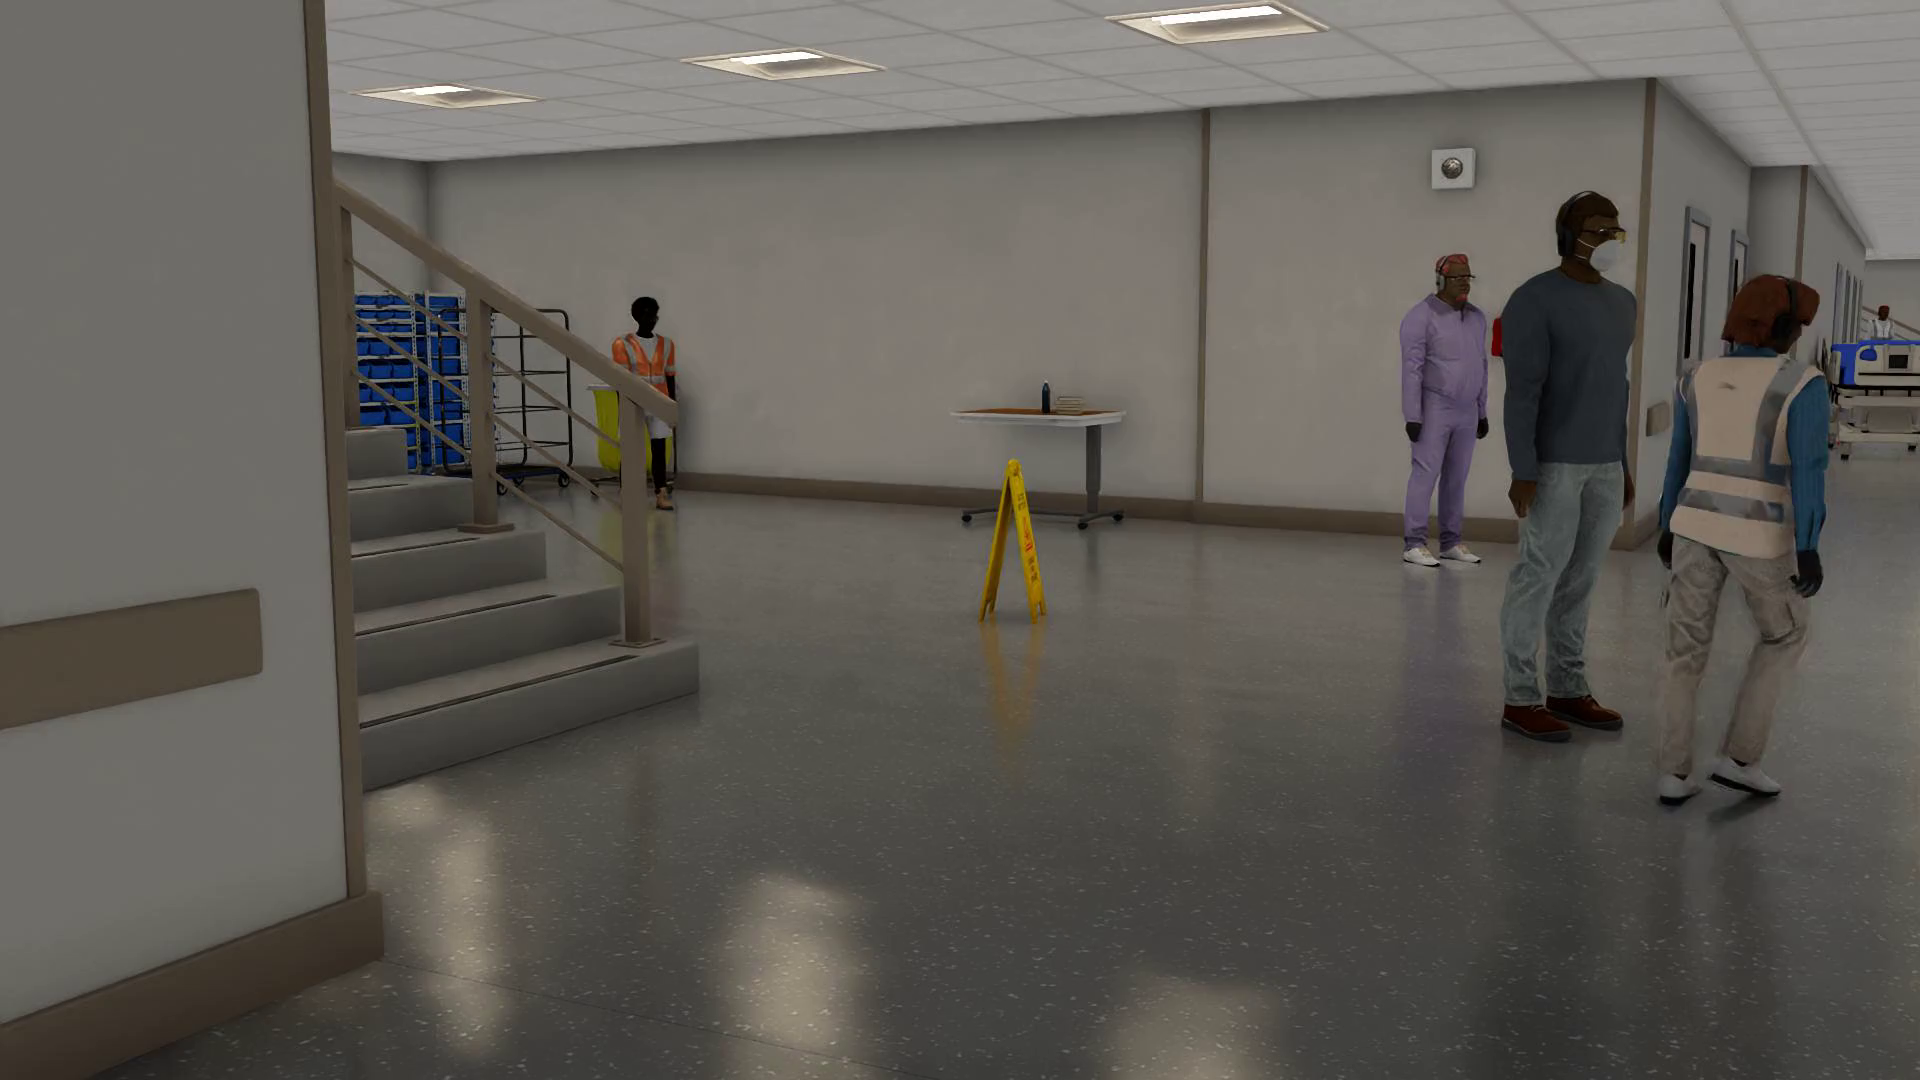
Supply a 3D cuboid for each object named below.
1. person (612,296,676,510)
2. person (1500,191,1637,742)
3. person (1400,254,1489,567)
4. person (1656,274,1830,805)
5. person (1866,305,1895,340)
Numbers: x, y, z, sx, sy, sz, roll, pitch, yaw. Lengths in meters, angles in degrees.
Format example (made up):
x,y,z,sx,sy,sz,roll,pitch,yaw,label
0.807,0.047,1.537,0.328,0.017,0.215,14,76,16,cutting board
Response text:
x,y,z,sx,sy,sz,roll,pitch,yaw,label
-2.465,-1.054,13.029,0.533,1.692,0.323,-5,9,-31,person
2.186,-0.262,5.953,0.637,1.938,0.355,-5,9,-33,person
2.982,-0.784,10.153,0.650,1.900,0.398,-4,9,-30,person
2.373,0.012,5.066,0.533,1.612,0.612,-4,8,-29,person
19.535,-4.041,35.330,0.590,1.872,0.374,0,7,1,person
